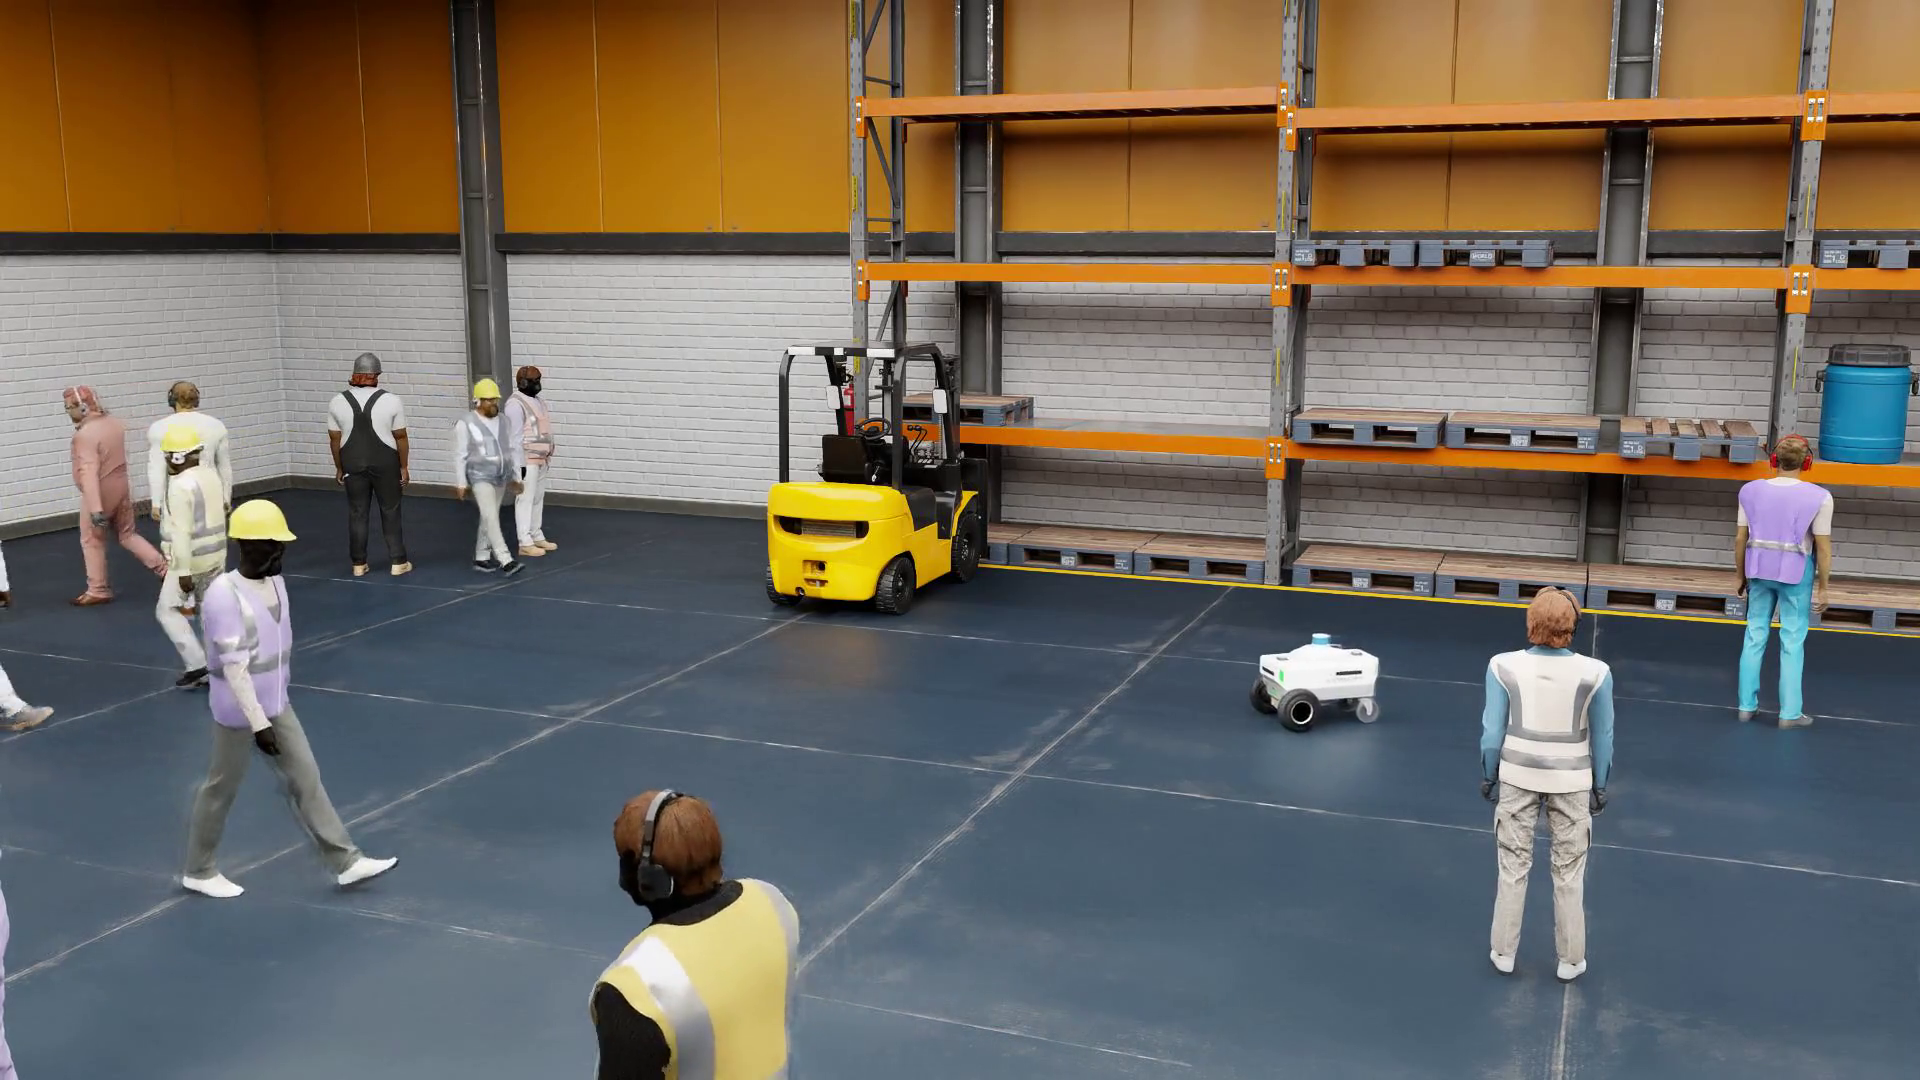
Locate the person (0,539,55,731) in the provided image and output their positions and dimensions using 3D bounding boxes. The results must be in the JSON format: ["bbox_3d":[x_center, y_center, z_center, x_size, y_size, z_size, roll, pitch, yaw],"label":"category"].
[{"bbox_3d":[-6.184,0.291,10.319,1.034,1.819,0.587,1,10,5],"label":"person"}]

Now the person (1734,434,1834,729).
[{"bbox_3d":[5.129,0.262,10.399,0.381,1.845,0.570,-10,14,-43],"label":"person"}]

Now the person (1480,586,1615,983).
[{"bbox_3d":[2.398,1.006,6.830,0.514,1.642,0.310,4,11,21],"label":"person"}]

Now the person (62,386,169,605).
[{"bbox_3d":[-7.036,-0.365,13.841,0.817,1.866,0.709,0,10,0],"label":"person"}]

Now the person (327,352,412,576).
[{"bbox_3d":[-5.367,-0.697,15.201,0.686,2.000,0.535,-1,10,-5],"label":"person"}]

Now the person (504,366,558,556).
[{"bbox_3d":[-4.163,-0.773,16.186,0.429,1.841,0.633,1,10,8],"label":"person"}]

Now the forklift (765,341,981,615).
[{"bbox_3d":[-0.739,-0.602,14.246,1.214,2.155,2.313,4,11,21],"label":"forklift"}]

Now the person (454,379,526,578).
[{"bbox_3d":[-4.187,-0.554,15.078,0.872,1.792,0.621,7,12,34],"label":"person"}]

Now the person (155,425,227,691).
[{"bbox_3d":[-5.195,0.128,11.231,0.464,1.814,0.609,1,10,5],"label":"person"}]

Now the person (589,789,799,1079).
[{"bbox_3d":[-0.579,1.452,3.822,0.670,1.826,0.639,6,12,31],"label":"person"}]

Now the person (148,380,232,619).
[{"bbox_3d":[-6.212,-0.328,13.472,0.382,1.932,0.643,8,13,39],"label":"person"}]

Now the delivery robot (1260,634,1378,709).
[{"bbox_3d":[2.275,0.838,10.532,0.707,0.478,0.477,-3,11,-14],"label":"delivery robot"}]

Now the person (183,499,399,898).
[{"bbox_3d":[-3.175,0.748,7.623,1.012,1.872,0.597,2,10,10],"label":"person"}]
